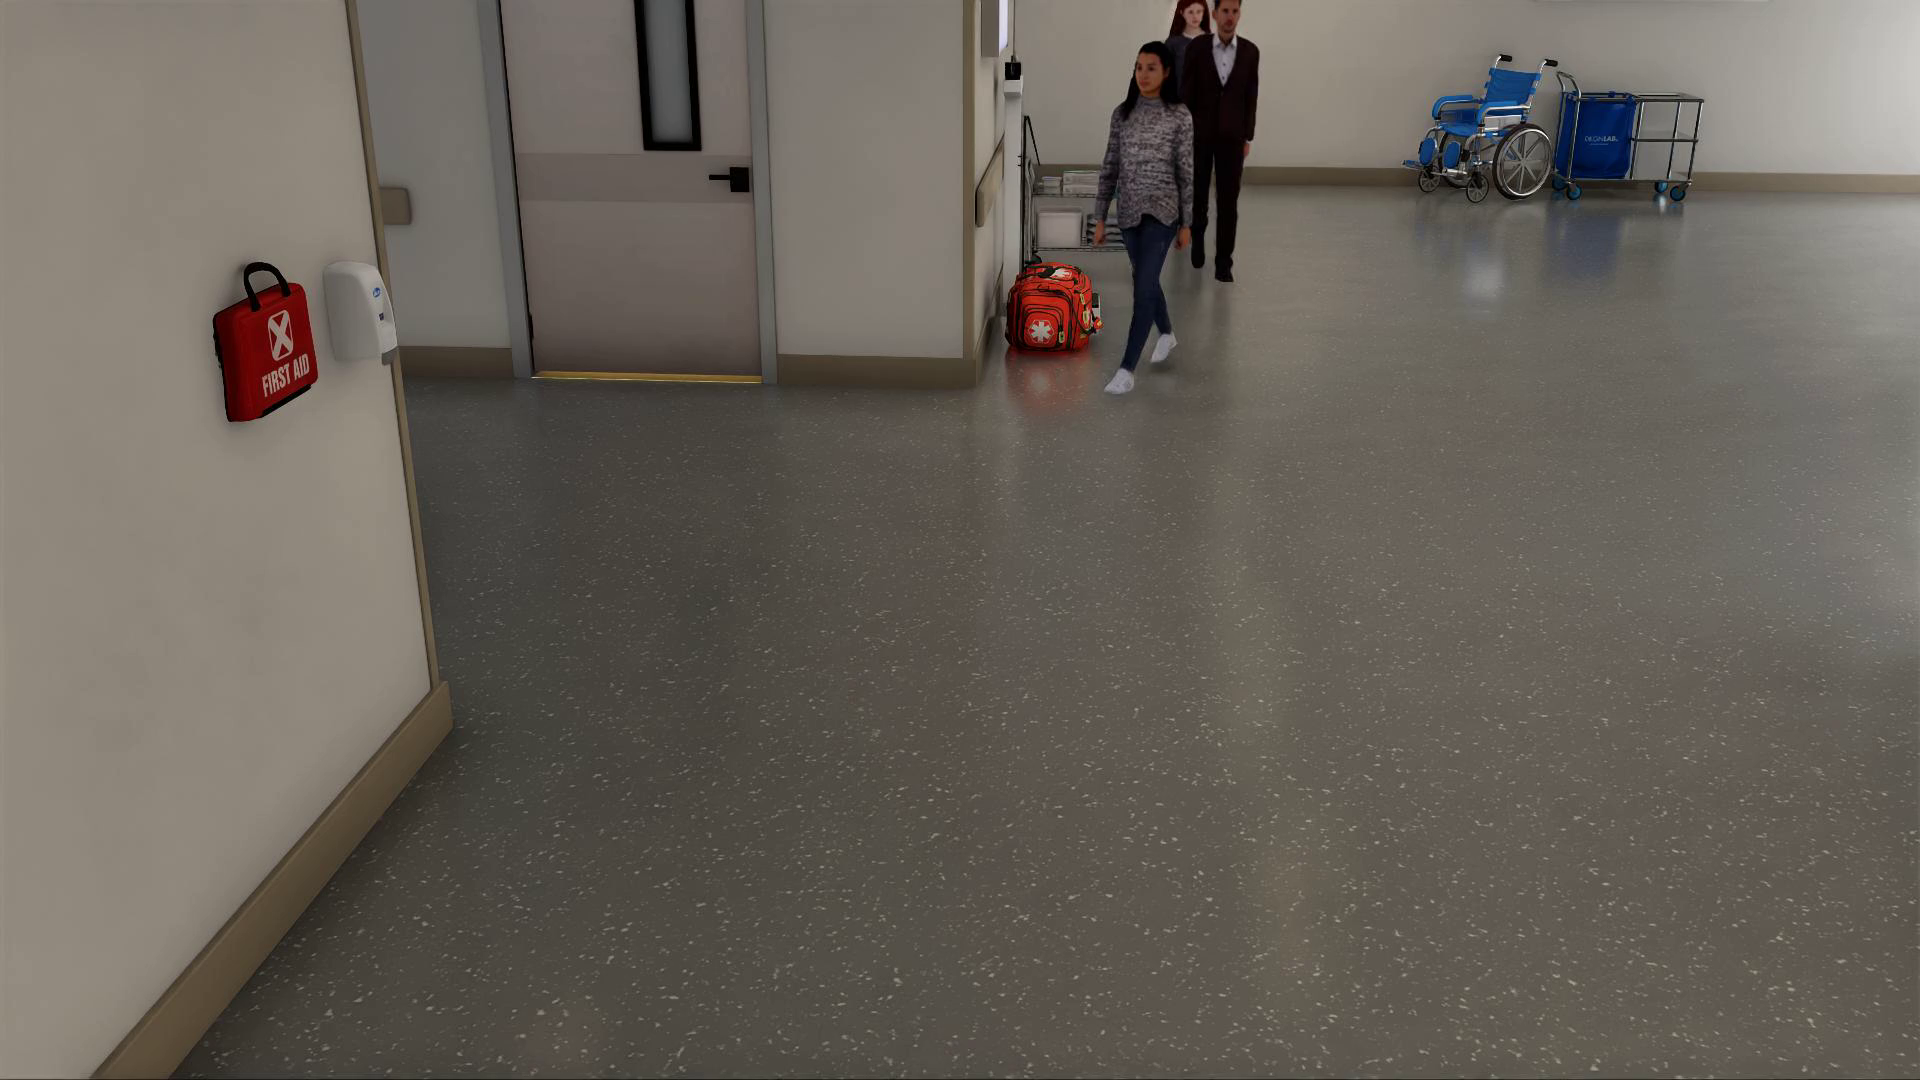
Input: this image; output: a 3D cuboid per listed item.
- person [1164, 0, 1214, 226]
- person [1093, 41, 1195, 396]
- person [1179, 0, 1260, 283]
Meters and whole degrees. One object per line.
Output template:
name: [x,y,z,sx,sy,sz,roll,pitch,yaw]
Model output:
person: [1.687,-3.221,12.600,0.816,1.752,0.912,-7,22,-17]
person: [0.992,-1.643,8.531,0.984,1.684,1.282,11,23,27]
person: [1.674,-2.670,11.017,0.687,1.843,1.195,2,21,7]
